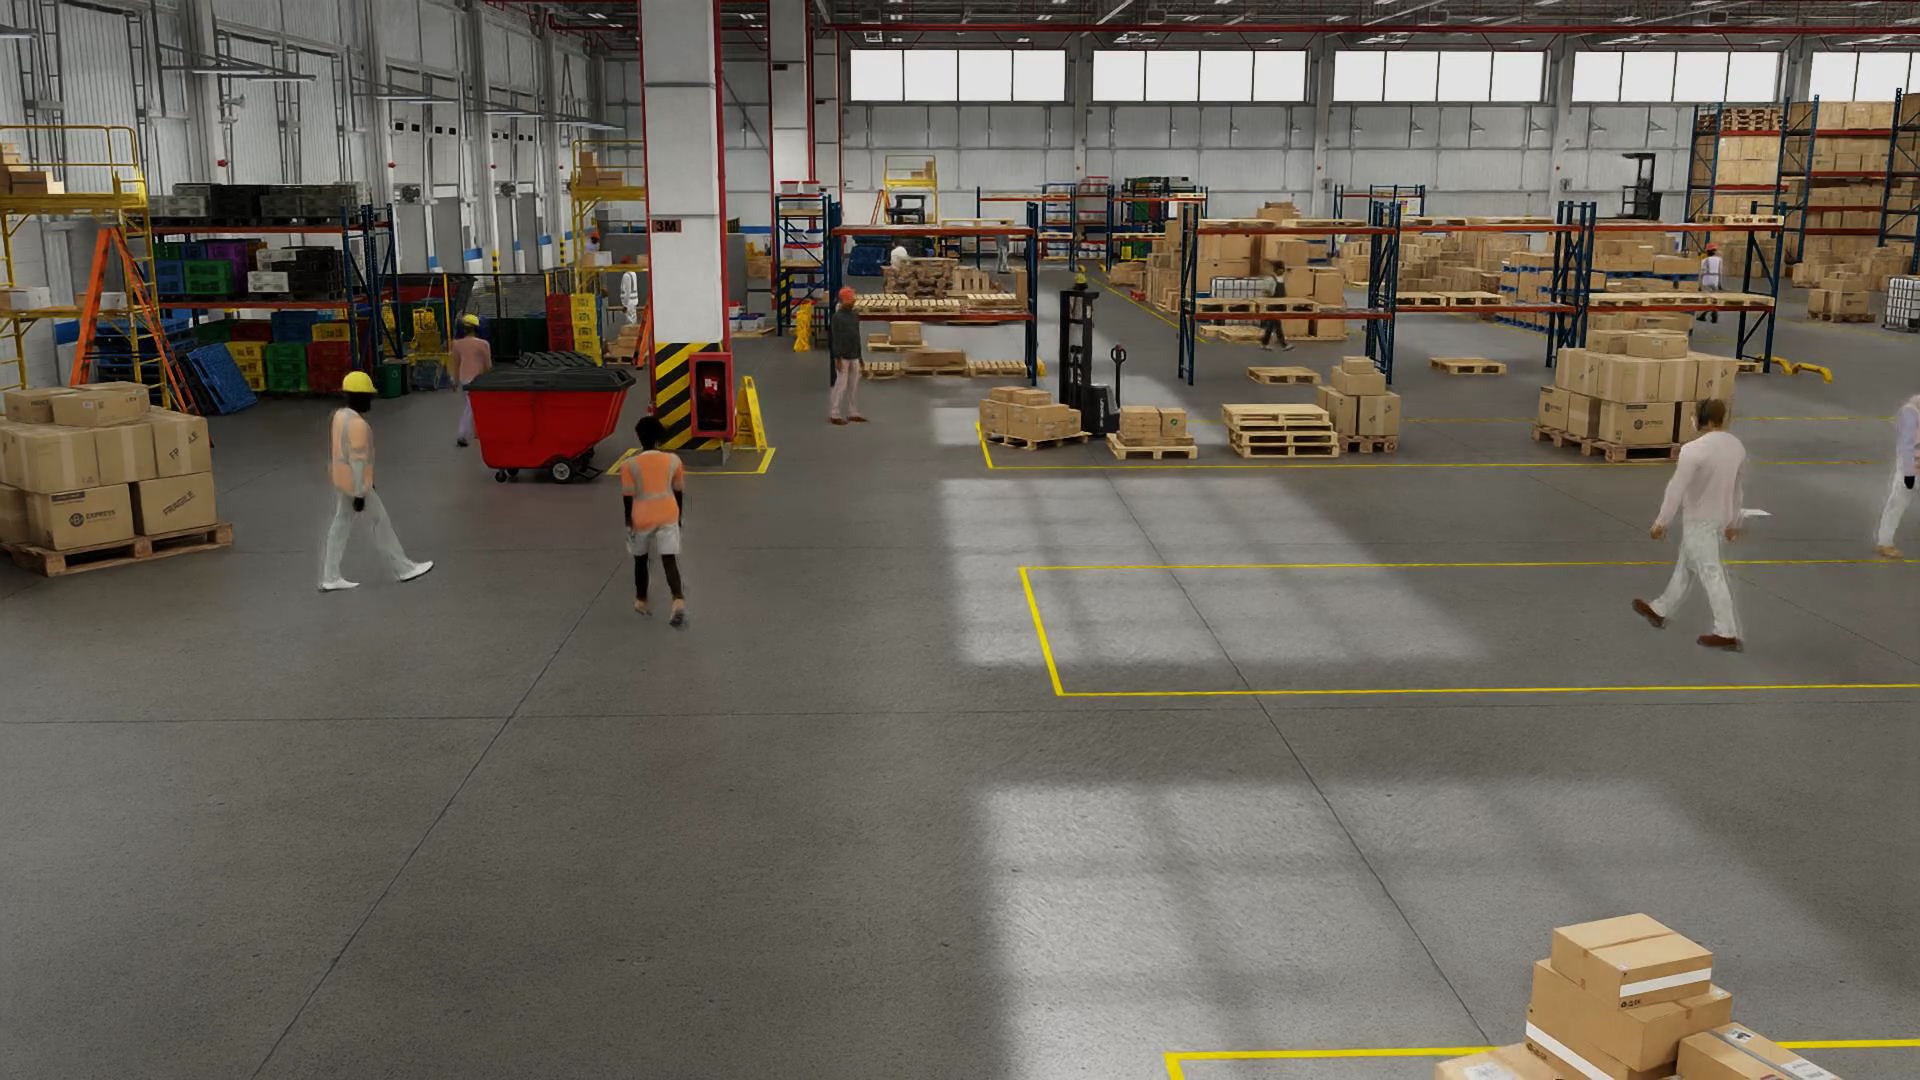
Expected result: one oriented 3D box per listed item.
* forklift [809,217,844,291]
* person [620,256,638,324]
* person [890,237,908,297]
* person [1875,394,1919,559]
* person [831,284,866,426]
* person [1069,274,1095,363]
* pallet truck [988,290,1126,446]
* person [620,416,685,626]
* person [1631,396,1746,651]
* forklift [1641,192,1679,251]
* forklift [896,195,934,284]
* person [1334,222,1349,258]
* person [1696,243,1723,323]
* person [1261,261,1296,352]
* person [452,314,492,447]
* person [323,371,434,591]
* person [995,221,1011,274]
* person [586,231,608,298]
[{"bbox_3d":[-4.375,-8.619,48.637,1.873,2.768,1.129,0,12,-2],"label":"forklift"},{"bbox_3d":[-6.661,-4.755,33.457,0.356,1.886,0.574,0,12,2],"label":"person"},{"bbox_3d":[-1.592,-6.963,43.430,1.011,1.893,0.647,6,14,27],"label":"person"},{"bbox_3d":[8.812,-0.645,15.110,0.647,1.788,0.967,-5,13,-21],"label":"person"},{"bbox_3d":[-1.585,-2.618,23.568,0.385,1.994,0.625,7,14,28],"label":"person"},{"bbox_3d":[2.209,-4.026,30.543,0.502,1.727,0.455,-4,13,-18],"label":"person"},{"bbox_3d":[1.257,-2.299,22.111,1.885,1.965,0.823,-9,15,-35],"label":"pallet truck"},{"bbox_3d":[-2.416,-0.157,13.206,0.533,1.660,0.826,-6,14,-26],"label":"person"},{"bbox_3d":[5.593,-0.154,12.667,0.650,1.882,1.017,-8,15,-32],"label":"person"},{"bbox_3d":[24.975,-11.182,60.208,1.873,2.768,1.129,0,12,-2],"label":"forklift"},{"bbox_3d":[-1.555,-9.617,53.143,1.129,2.768,1.873,3,13,14],"label":"forklift"},{"bbox_3d":[12.626,-9.562,55.080,0.390,1.920,0.587,-7,14,-29],"label":"person"},{"bbox_3d":[17.929,-6.135,39.684,0.544,1.901,0.906,-2,13,-9],"label":"person"},{"bbox_3d":[6.376,-4.658,33.211,0.563,1.795,0.952,-12,17,-43],"label":"person"},{"bbox_3d":[-6.451,-2.106,21.906,0.500,1.705,0.968,4,13,17],"label":"person"},{"bbox_3d":[-5.098,-0.511,14.300,0.965,1.875,0.610,-9,15,-36],"label":"person"},{"bbox_3d":[1.505,-10.282,58.288,0.373,1.940,0.628,-12,17,-43],"label":"person"},{"bbox_3d":[-10.288,-7.776,47.069,0.874,1.895,0.613,4,13,17],"label":"person"}]
